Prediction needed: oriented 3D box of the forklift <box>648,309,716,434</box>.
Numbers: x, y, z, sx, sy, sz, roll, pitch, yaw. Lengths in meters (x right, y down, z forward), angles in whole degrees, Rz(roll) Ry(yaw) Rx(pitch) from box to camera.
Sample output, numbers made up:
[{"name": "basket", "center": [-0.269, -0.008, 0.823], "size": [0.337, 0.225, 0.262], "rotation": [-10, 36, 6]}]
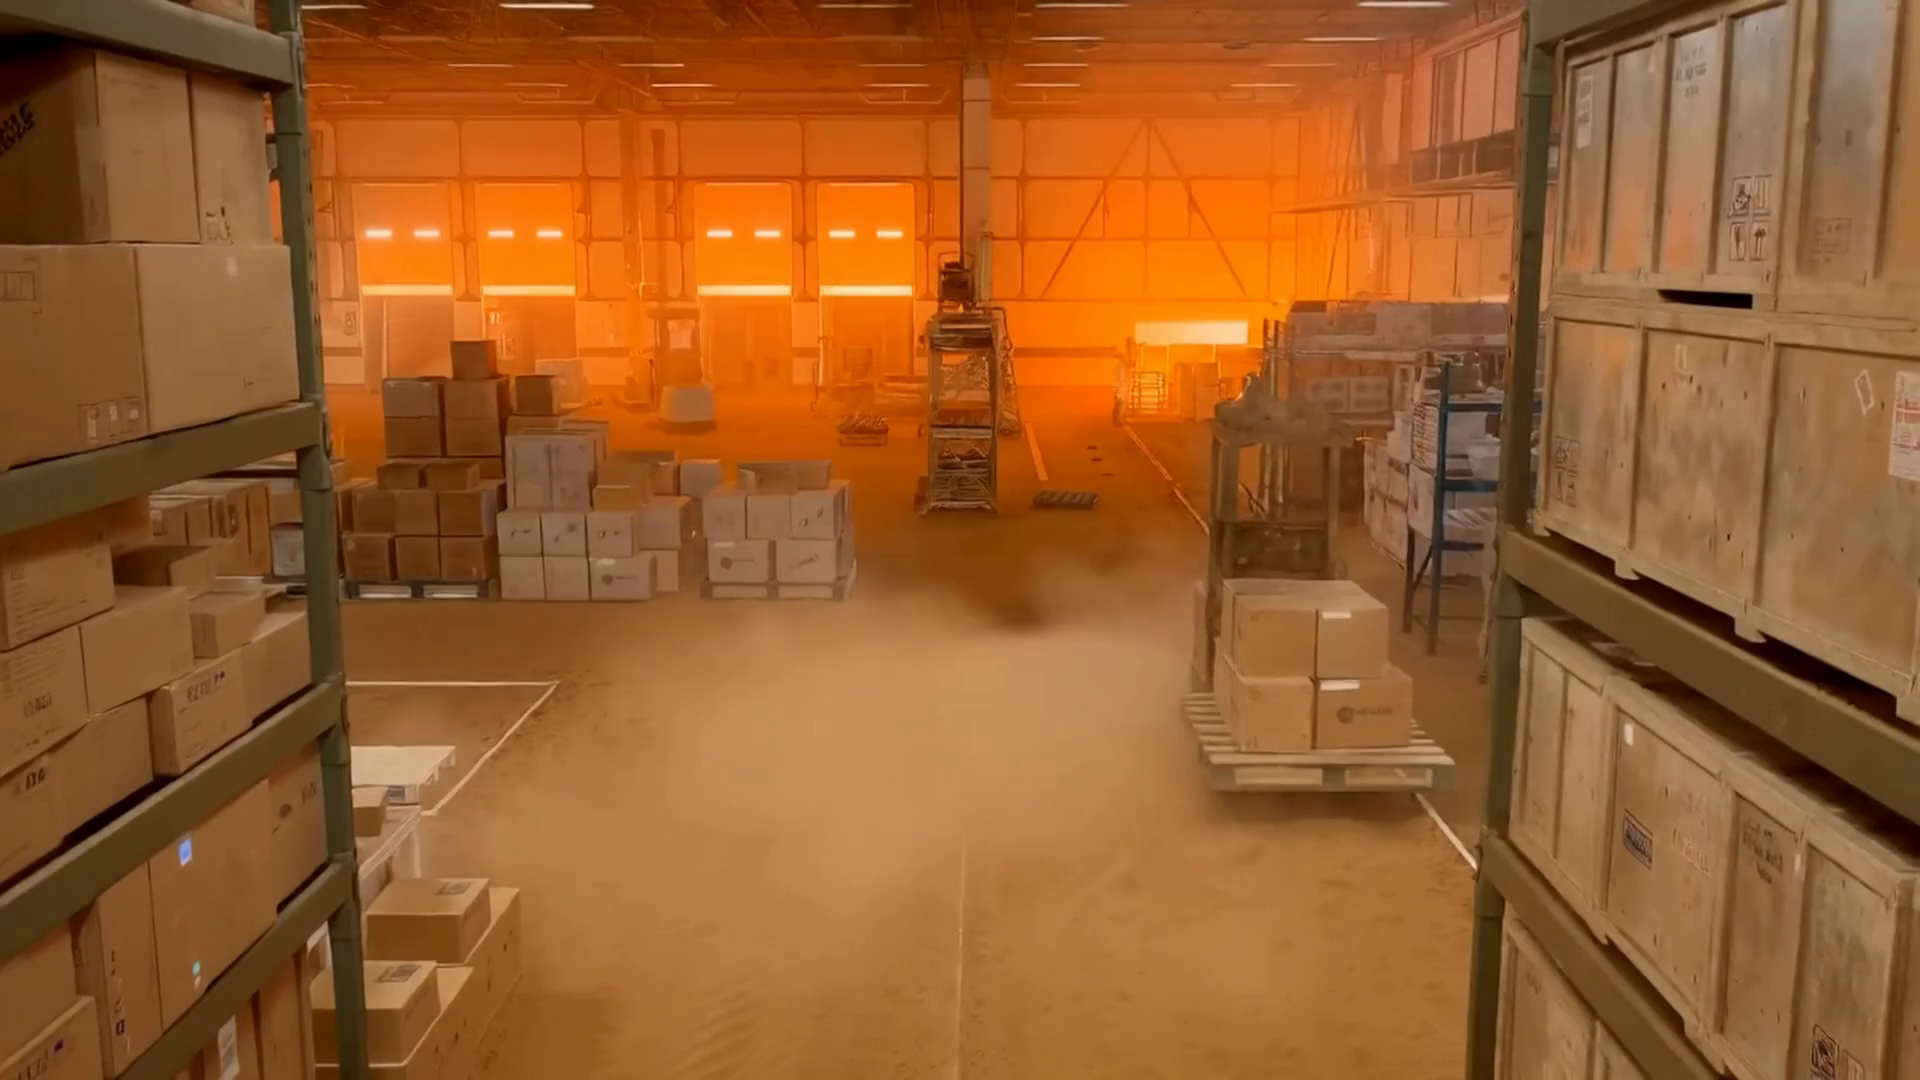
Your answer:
[{"name": "forklift", "center": [-6.413, -3.903, 38.219], "size": [1.129, 2.768, 1.873], "rotation": [-5, 11, -26]}]

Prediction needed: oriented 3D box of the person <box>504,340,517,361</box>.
[{"name": "person", "center": [-11.565, -4.225, 42.953], "size": [0.360, 1.884, 0.574], "rotation": [0, 10, 3]}]

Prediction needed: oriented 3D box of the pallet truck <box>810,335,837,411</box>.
[{"name": "pallet truck", "center": [-3.021, -4.312, 43.126], "size": [1.885, 1.965, 0.823], "rotation": [3, 10, 17]}]

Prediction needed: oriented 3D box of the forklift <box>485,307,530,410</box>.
[{"name": "forklift", "center": [-10.754, -4.150, 39.646], "size": [1.129, 2.768, 1.873], "rotation": [0, 10, 1]}]

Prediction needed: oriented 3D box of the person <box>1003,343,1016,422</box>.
[{"name": "person", "center": [1.194, -3.849, 40.634], "size": [0.377, 1.936, 0.628], "rotation": [0, 10, 3]}]

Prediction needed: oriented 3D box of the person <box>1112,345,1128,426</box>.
[{"name": "person", "center": [3.819, -3.684, 39.674], "size": [0.372, 1.939, 0.544], "rotation": [0, 10, 3]}]

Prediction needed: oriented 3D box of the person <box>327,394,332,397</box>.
[{"name": "person", "center": [-18.411, -4.830, 47.287], "size": [0.882, 1.593, 0.525], "rotation": [-1, 10, -3]}]

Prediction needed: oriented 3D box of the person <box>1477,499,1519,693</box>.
[{"name": "person", "center": [5.130, 0.461, 15.759], "size": [0.377, 1.940, 0.628], "rotation": [0, 10, 3]}]

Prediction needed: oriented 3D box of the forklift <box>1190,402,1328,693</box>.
[{"name": "forklift", "center": [2.698, 0.176, 14.688], "size": [1.129, 2.768, 1.873], "rotation": [0, 10, 1]}]
